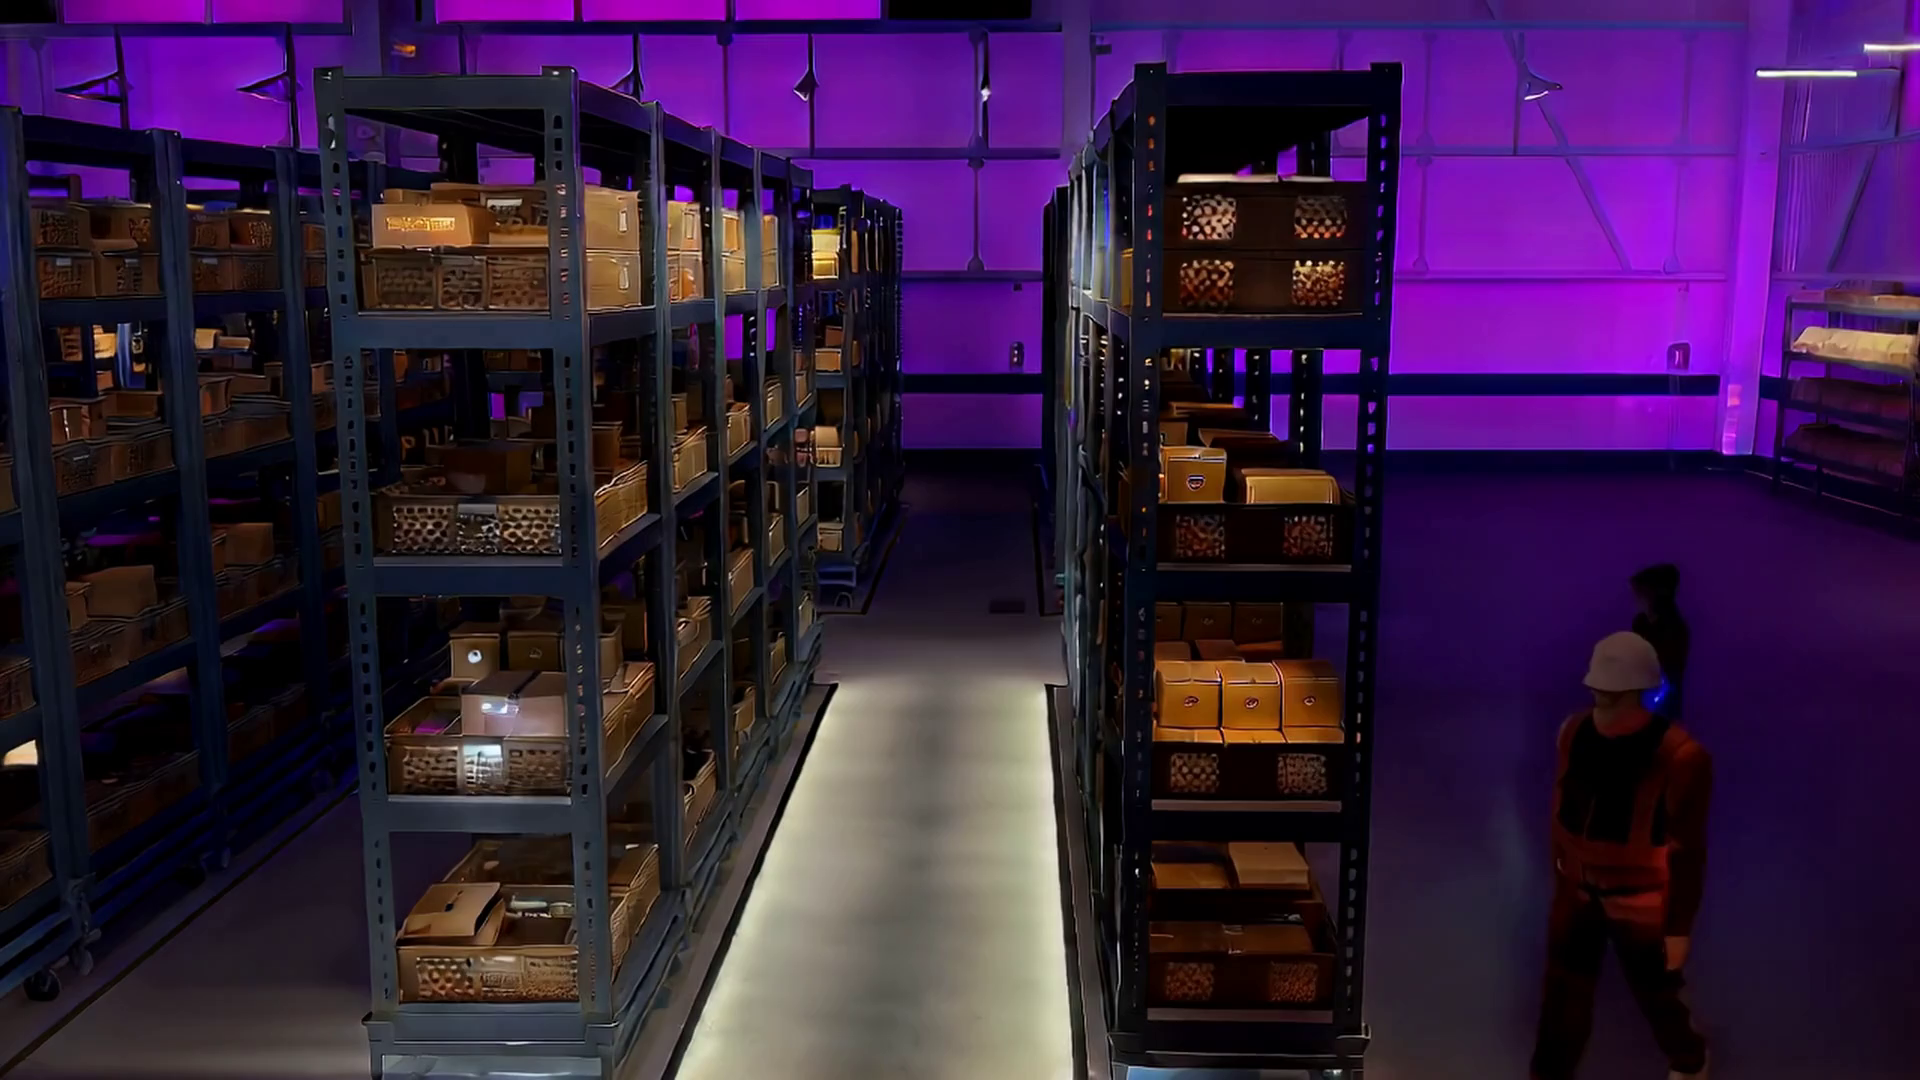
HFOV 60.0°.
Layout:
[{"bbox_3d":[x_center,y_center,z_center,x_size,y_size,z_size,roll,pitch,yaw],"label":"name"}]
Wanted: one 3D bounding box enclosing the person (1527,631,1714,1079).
[{"bbox_3d":[2.326,1.177,5.746,0.932,1.793,0.604,-6,11,-32],"label":"person"}]
